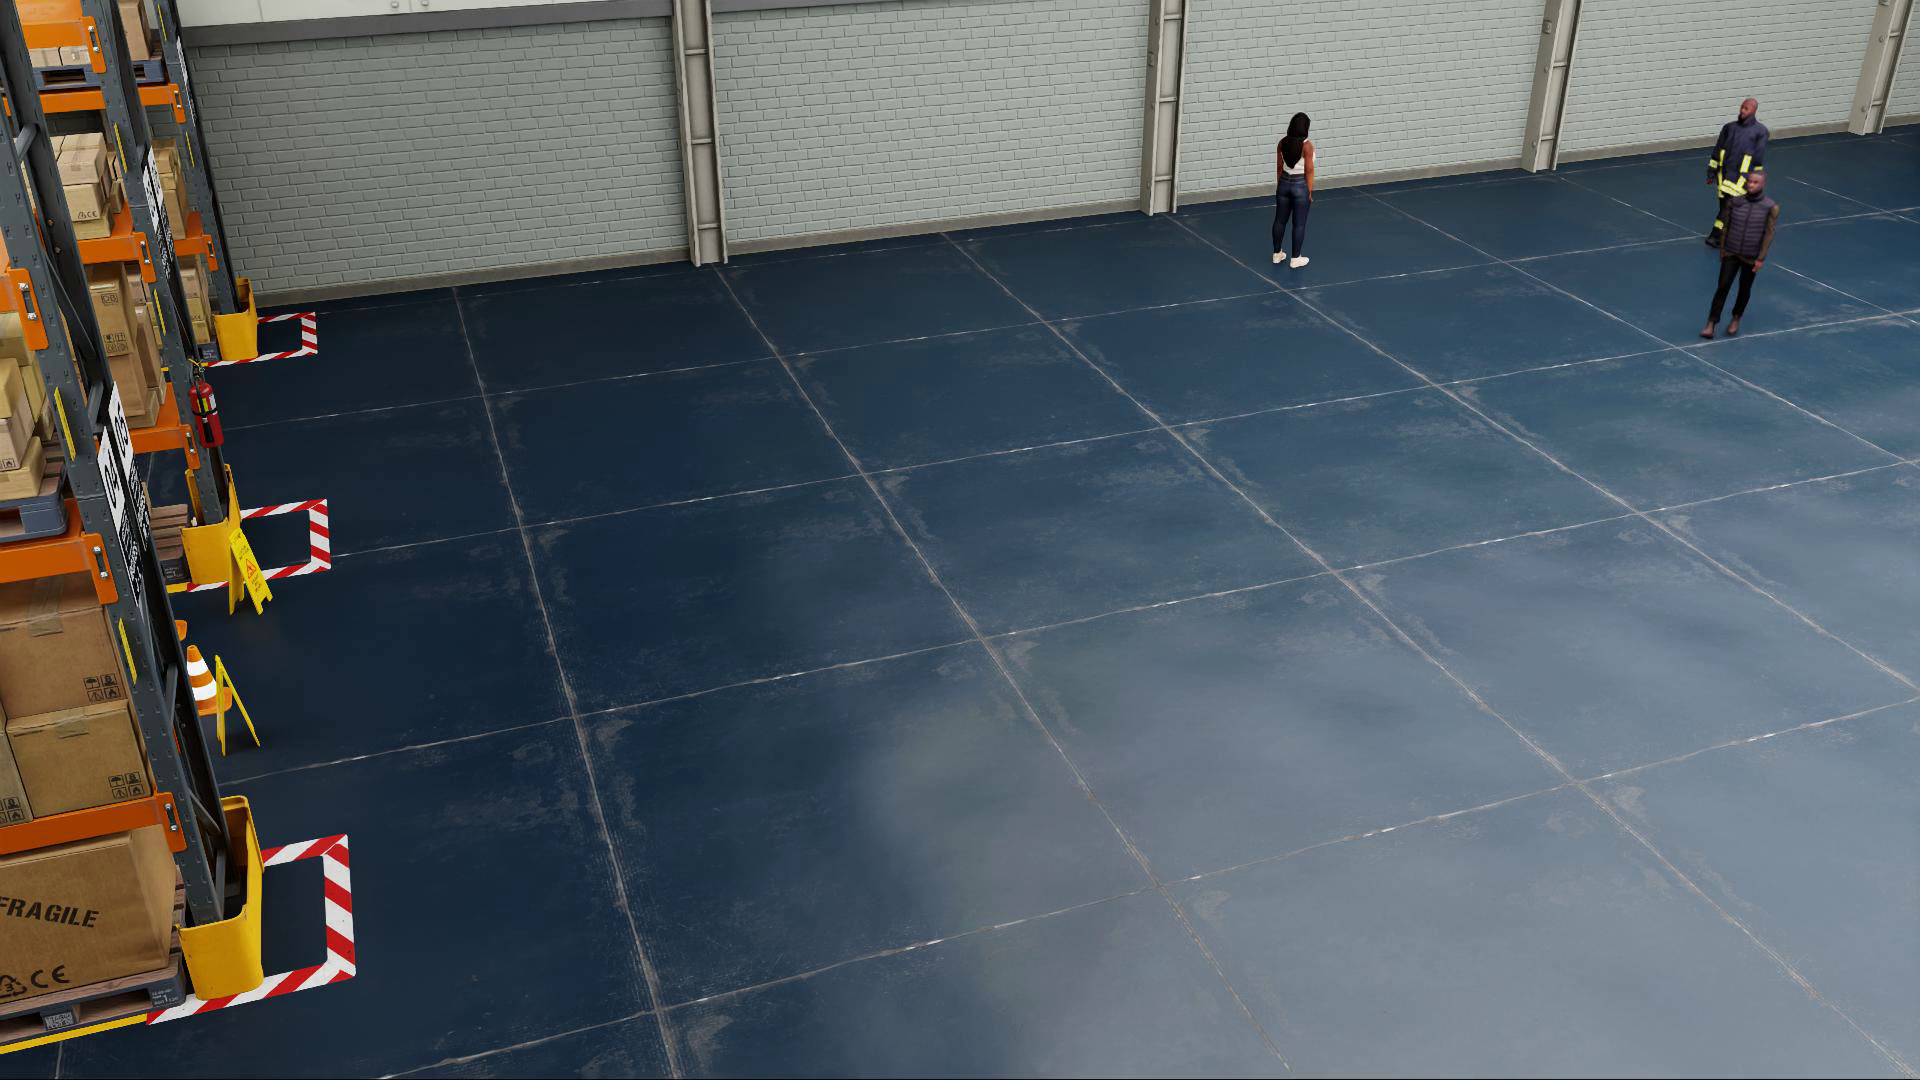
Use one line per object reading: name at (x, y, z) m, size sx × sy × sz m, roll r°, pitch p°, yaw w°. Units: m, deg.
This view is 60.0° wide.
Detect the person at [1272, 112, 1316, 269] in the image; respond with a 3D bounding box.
person at (3.929, -4.128, 19.588) m, size 0.738 × 1.808 × 0.752 m, roll 24°, pitch 36°, yaw 37°

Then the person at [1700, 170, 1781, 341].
person at (8.265, -2.993, 17.470) m, size 1.057 × 1.794 × 1.224 m, roll 20°, pitch 34°, yaw 33°

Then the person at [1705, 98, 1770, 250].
person at (9.503, -4.485, 20.275) m, size 1.144 × 1.792 × 0.924 m, roll -19°, pitch 34°, yaw -32°
